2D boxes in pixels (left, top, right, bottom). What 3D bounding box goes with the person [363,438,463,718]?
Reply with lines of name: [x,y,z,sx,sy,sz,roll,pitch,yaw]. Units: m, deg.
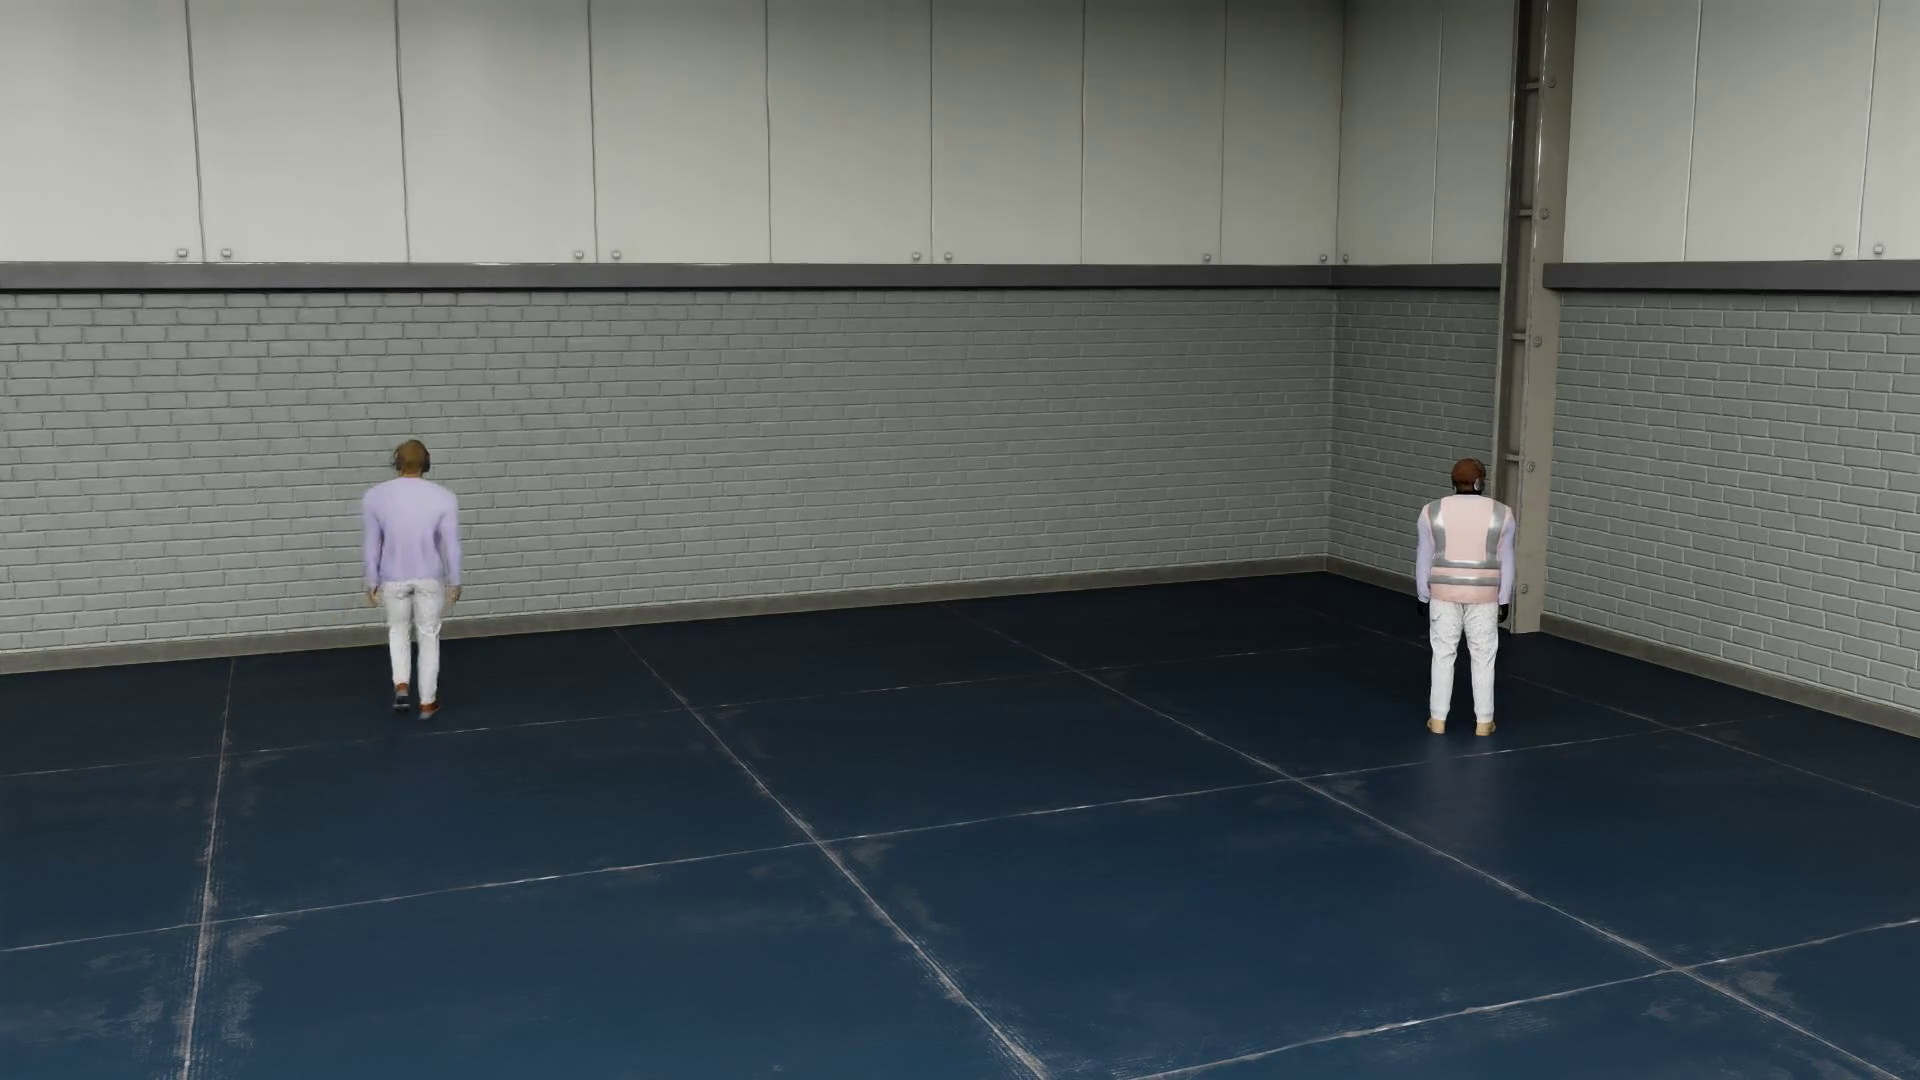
person: [-3.728,0.267,11.401,0.650,1.924,0.434,-1,9,-9]

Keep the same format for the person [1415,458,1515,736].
person: [3.325,0.376,10.989,0.624,1.841,0.430,3,9,17]
